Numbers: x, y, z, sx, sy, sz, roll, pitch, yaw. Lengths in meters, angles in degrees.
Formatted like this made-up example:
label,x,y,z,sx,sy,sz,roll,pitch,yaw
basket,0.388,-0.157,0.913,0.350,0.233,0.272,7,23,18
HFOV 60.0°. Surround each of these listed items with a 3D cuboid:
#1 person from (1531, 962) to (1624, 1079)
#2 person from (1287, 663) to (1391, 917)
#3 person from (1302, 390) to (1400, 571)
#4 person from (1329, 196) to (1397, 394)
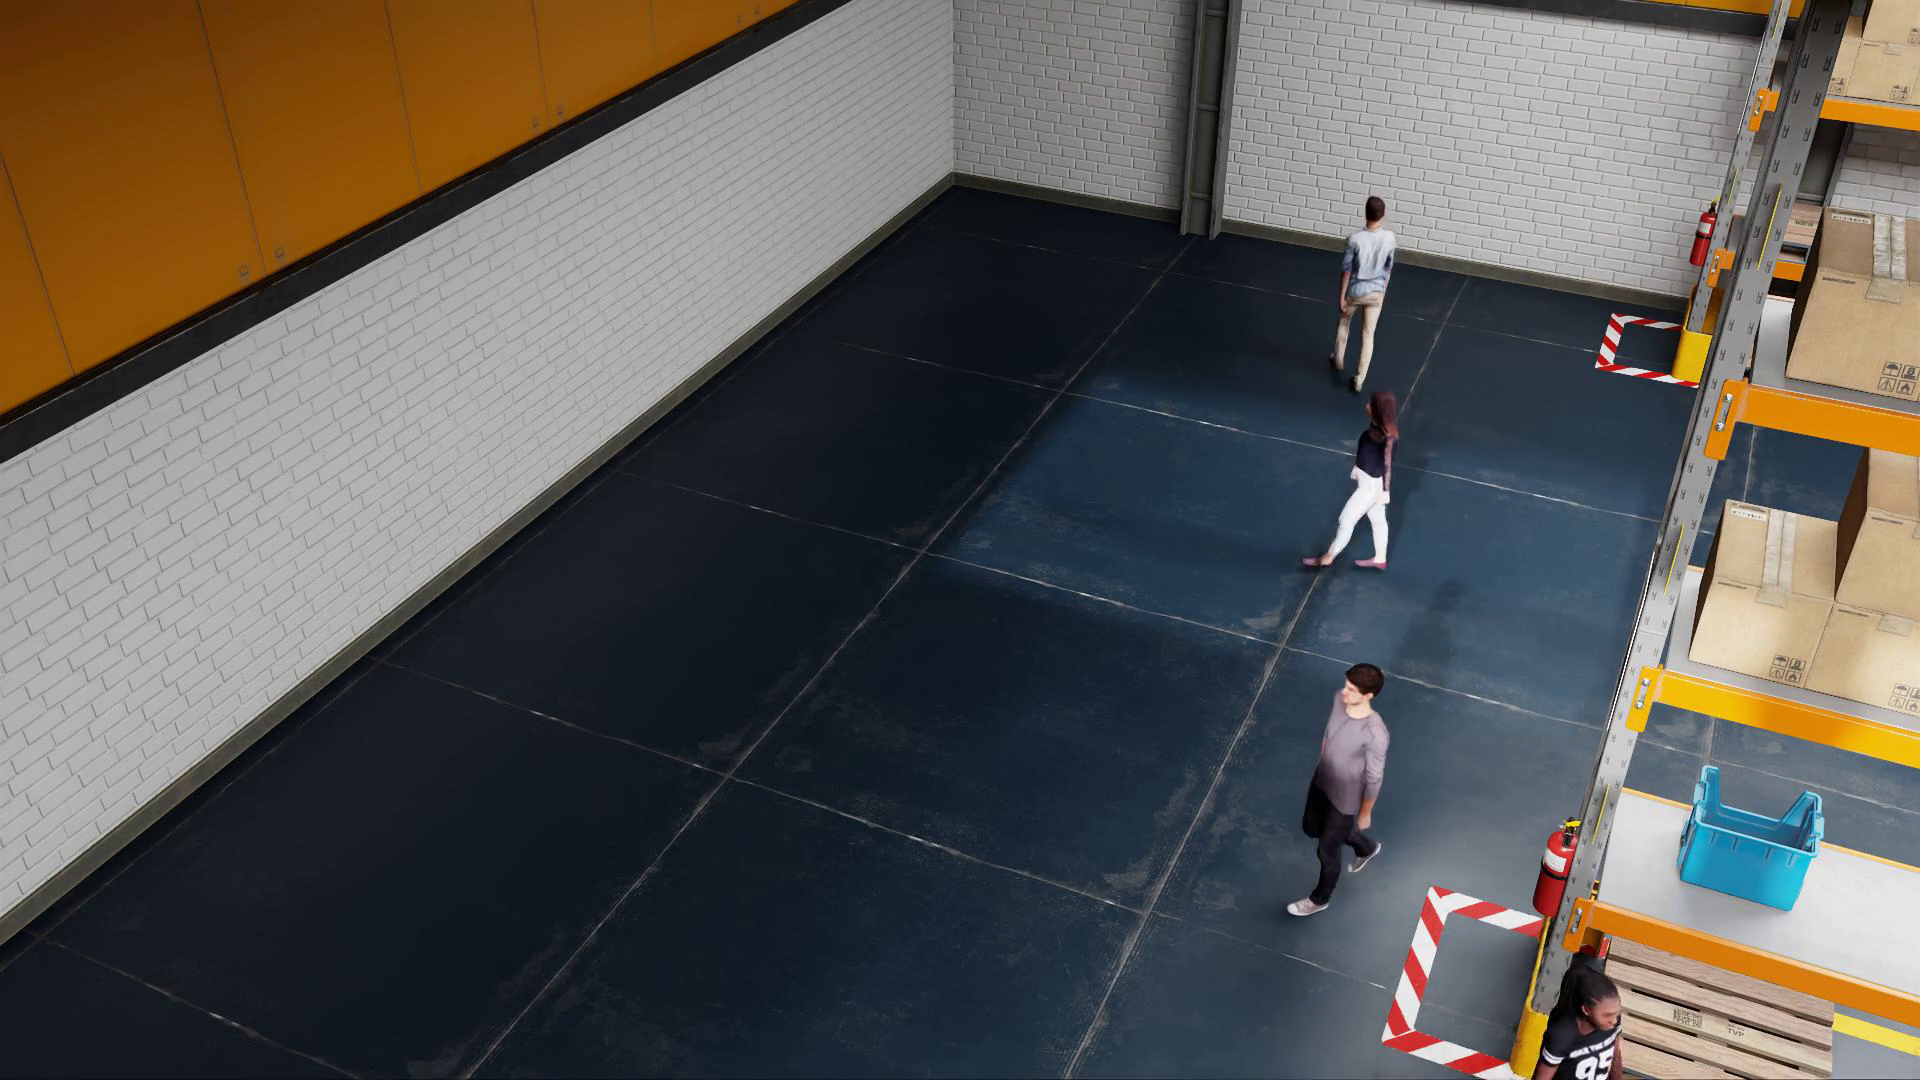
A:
label,x,y,z,sx,sy,sz,roll,pitch,yaw
person,2.866,2.678,8.104,1.010,1.691,1.216,-21,39,-28
person,2.325,1.448,9.822,1.045,1.839,0.972,-9,35,-13
person,3.246,-0.425,12.875,0.996,1.579,0.807,2,34,4
person,3.752,-2.227,15.366,0.953,1.823,0.913,3,34,4
